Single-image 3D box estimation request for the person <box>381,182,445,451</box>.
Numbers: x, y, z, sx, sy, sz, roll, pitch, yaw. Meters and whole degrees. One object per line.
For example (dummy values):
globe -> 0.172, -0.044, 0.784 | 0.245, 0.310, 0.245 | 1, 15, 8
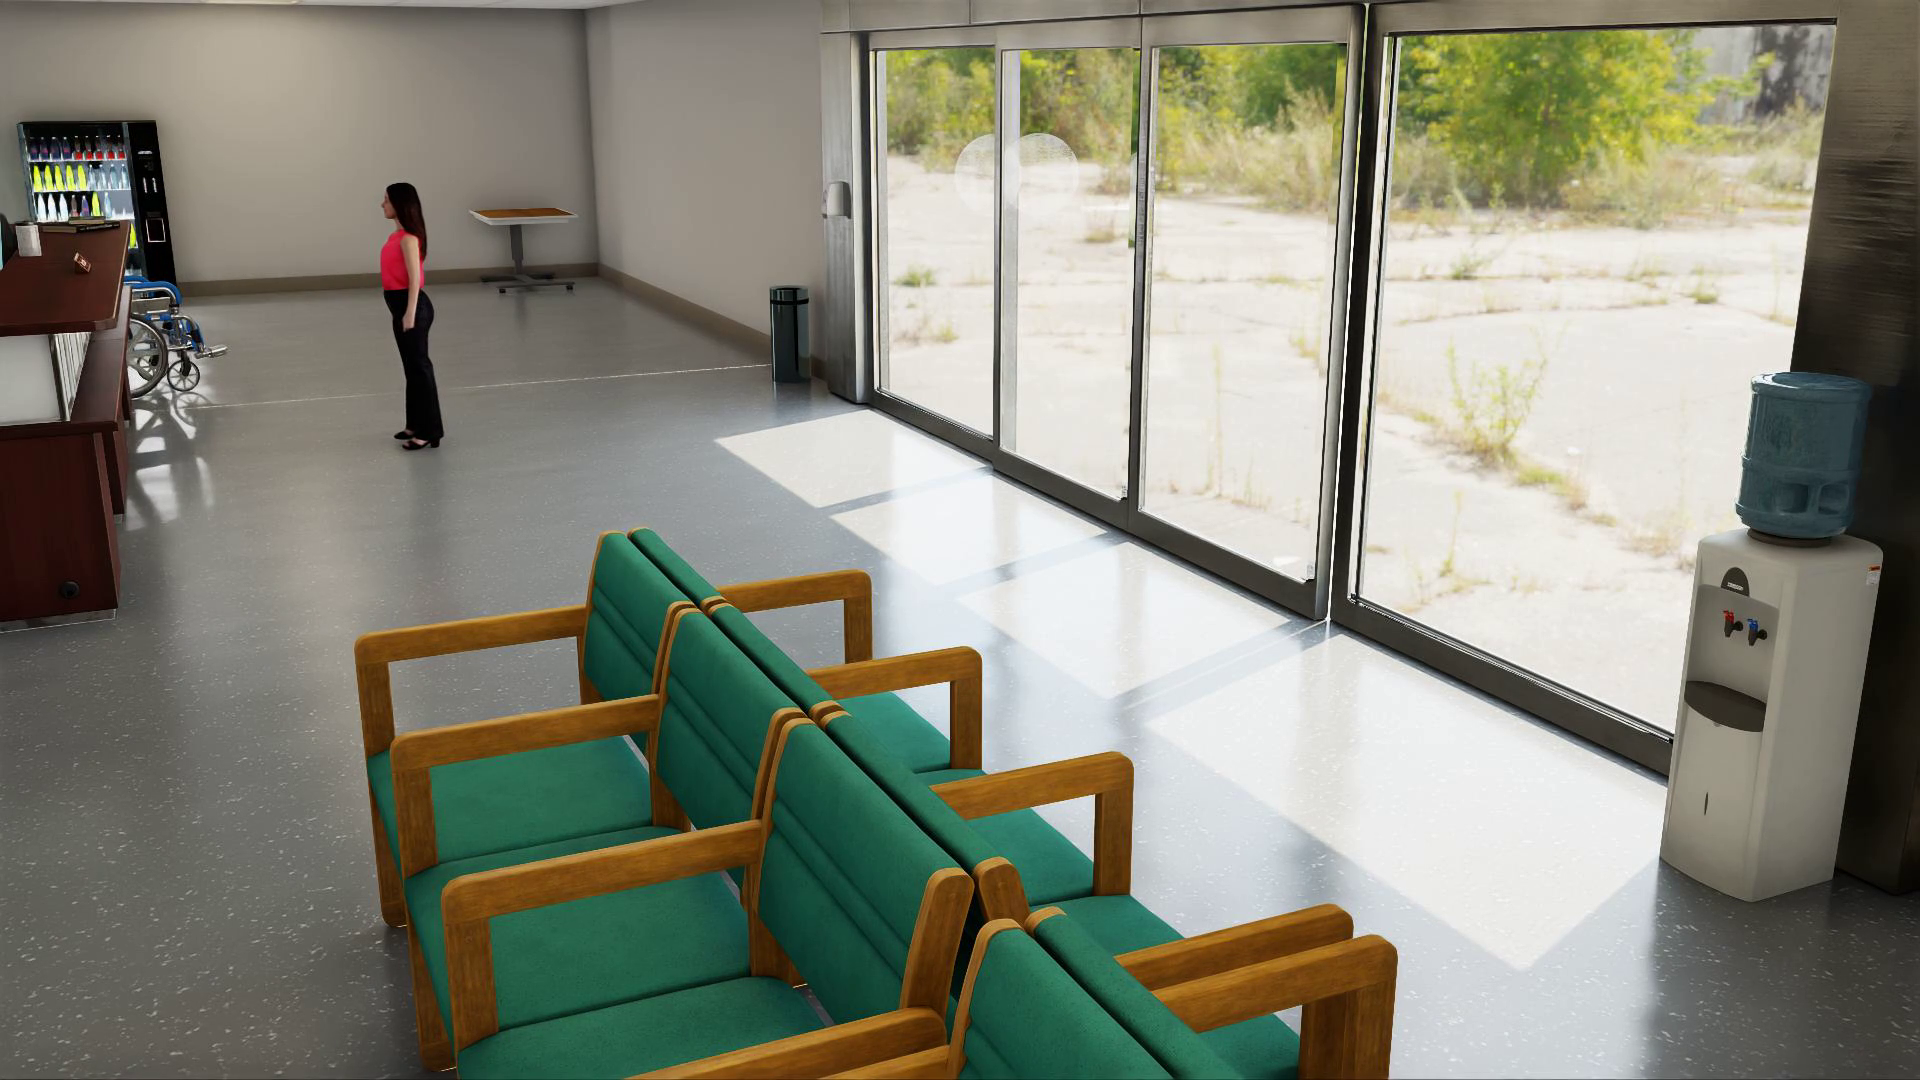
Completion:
person -> -3.471, -1.412, 10.481 | 0.508, 1.659, 0.582 | -7, 17, -22
